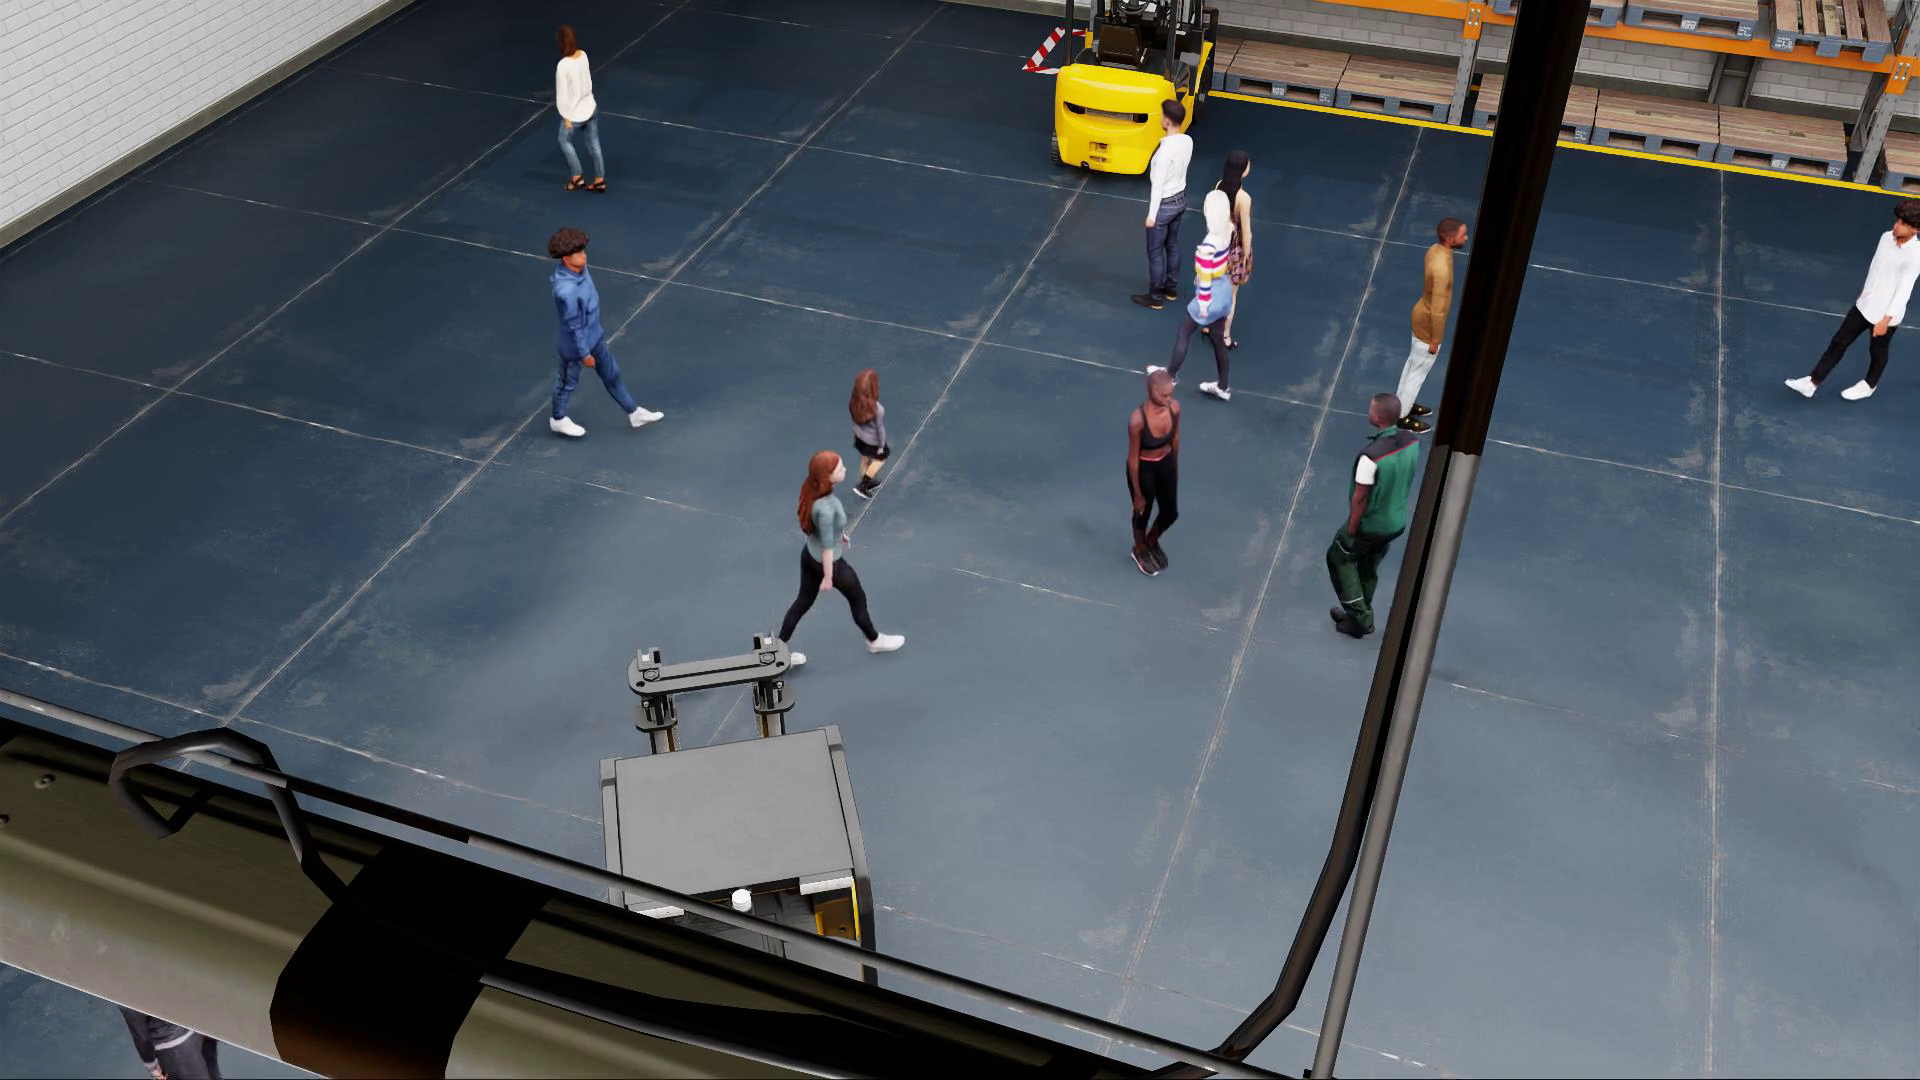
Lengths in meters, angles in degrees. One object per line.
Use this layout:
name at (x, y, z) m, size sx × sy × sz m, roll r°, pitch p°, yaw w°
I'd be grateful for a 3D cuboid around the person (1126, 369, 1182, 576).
person at (1.253, -0.508, 11.416) m, size 0.753 × 1.737 × 0.807 m, roll -21°, pitch 43°, yaw -24°

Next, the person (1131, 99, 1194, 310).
person at (1.789, -2.868, 14.272) m, size 0.693 × 1.862 × 0.691 m, roll 26°, pitch 46°, yaw 29°

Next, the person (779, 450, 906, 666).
person at (-0.938, 0.161, 10.609) m, size 1.200 × 1.699 × 1.062 m, roll -11°, pitch 40°, yaw -14°

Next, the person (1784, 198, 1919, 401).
person at (7.305, -1.851, 13.064) m, size 1.135 × 1.779 × 1.000 m, roll -9°, pitch 40°, yaw -11°

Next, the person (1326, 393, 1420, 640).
person at (2.757, -0.074, 10.813) m, size 0.883 × 1.812 × 0.916 m, roll -28°, pitch 46°, yaw -30°

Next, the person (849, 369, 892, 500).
person at (-0.707, -0.760, 12.246) m, size 0.577 × 1.095 × 0.628 m, roll 29°, pitch 47°, yaw 31°

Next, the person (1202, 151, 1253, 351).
person at (2.222, -2.389, 13.741) m, size 0.862 × 1.774 × 0.789 m, roll -22°, pitch 44°, yaw -26°

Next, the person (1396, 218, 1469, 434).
person at (3.600, -1.669, 12.806) m, size 0.624 × 1.817 × 0.662 m, roll 4°, pitch 39°, yaw 5°

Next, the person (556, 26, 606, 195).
person at (-3.589, -4.094, 15.962) m, size 0.692 × 1.668 × 0.682 m, roll 18°, pitch 42°, yaw 21°

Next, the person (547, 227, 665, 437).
person at (-2.978, -1.542, 12.686) m, size 1.188 × 1.769 × 0.836 m, roll 5°, pitch 39°, yaw 7°

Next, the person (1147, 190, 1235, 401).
person at (2.068, -1.890, 13.111) m, size 1.017 × 1.782 × 0.814 m, roll 24°, pitch 44°, yaw 27°
